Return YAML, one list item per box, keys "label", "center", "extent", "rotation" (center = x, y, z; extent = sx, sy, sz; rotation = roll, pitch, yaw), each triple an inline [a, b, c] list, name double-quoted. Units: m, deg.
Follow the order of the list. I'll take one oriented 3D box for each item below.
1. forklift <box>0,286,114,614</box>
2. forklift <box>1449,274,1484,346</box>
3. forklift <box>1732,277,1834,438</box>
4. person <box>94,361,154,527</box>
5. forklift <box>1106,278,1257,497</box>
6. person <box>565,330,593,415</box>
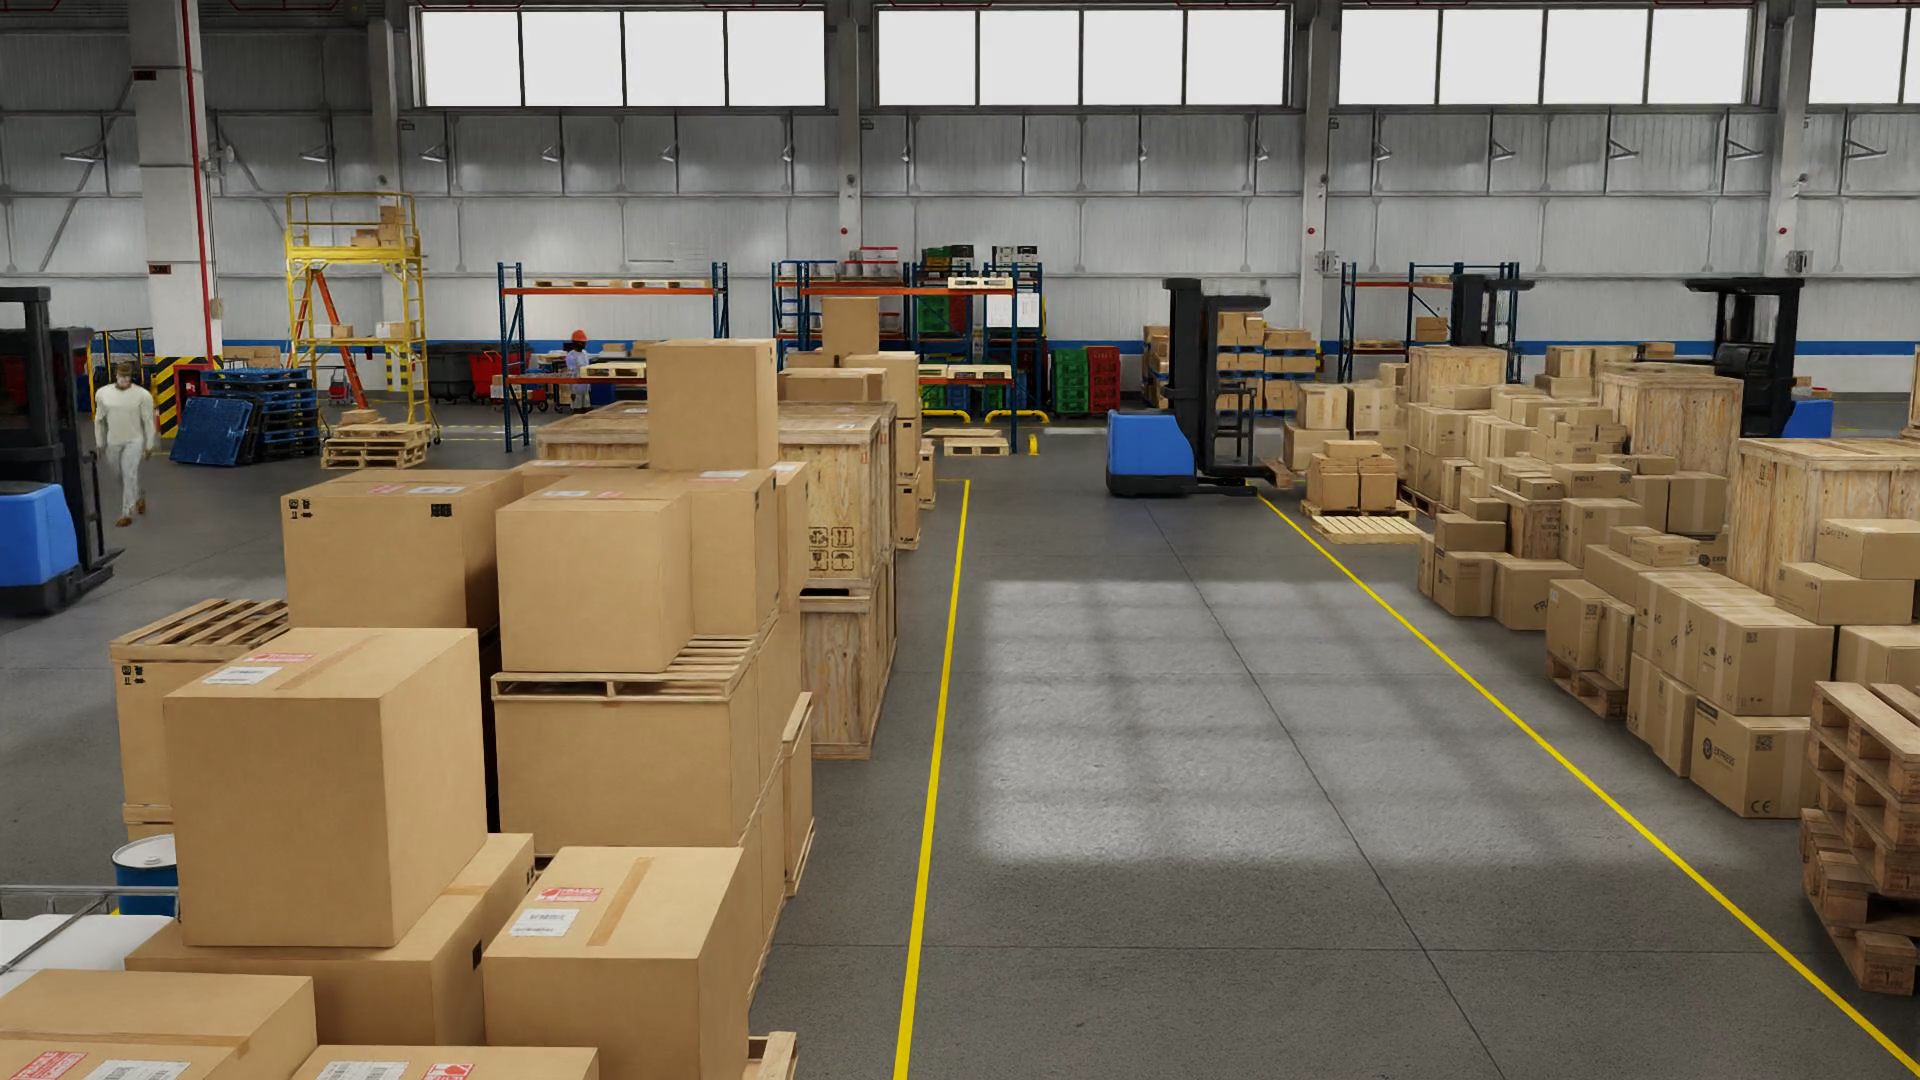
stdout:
- label: "forklift"
  center: [-8.460, -0.840, 14.670]
  extent: [1.129, 2.768, 1.873]
  rotation: [-2, 10, -11]
- label: "forklift"
  center: [8.870, -3.287, 29.327]
  extent: [1.873, 2.768, 1.129]
  rotation: [0, 9, 1]
- label: "forklift"
  center: [11.457, -2.355, 23.744]
  extent: [1.873, 2.768, 1.129]
  rotation: [-4, 10, -23]
- label: "person"
  center: [-9.668, -1.137, 19.345]
  extent: [0.654, 1.915, 0.742]
  rotation: [-1, 10, -6]
- label: "forklift"
  center: [2.884, -2.007, 21.659]
  extent: [1.873, 2.768, 1.129]
  rotation: [0, 9, 1]
- label: "person"
  center: [-6.282, -2.512, 27.548]
  extent: [0.375, 1.932, 0.544]
  rotation: [4, 10, 22]
